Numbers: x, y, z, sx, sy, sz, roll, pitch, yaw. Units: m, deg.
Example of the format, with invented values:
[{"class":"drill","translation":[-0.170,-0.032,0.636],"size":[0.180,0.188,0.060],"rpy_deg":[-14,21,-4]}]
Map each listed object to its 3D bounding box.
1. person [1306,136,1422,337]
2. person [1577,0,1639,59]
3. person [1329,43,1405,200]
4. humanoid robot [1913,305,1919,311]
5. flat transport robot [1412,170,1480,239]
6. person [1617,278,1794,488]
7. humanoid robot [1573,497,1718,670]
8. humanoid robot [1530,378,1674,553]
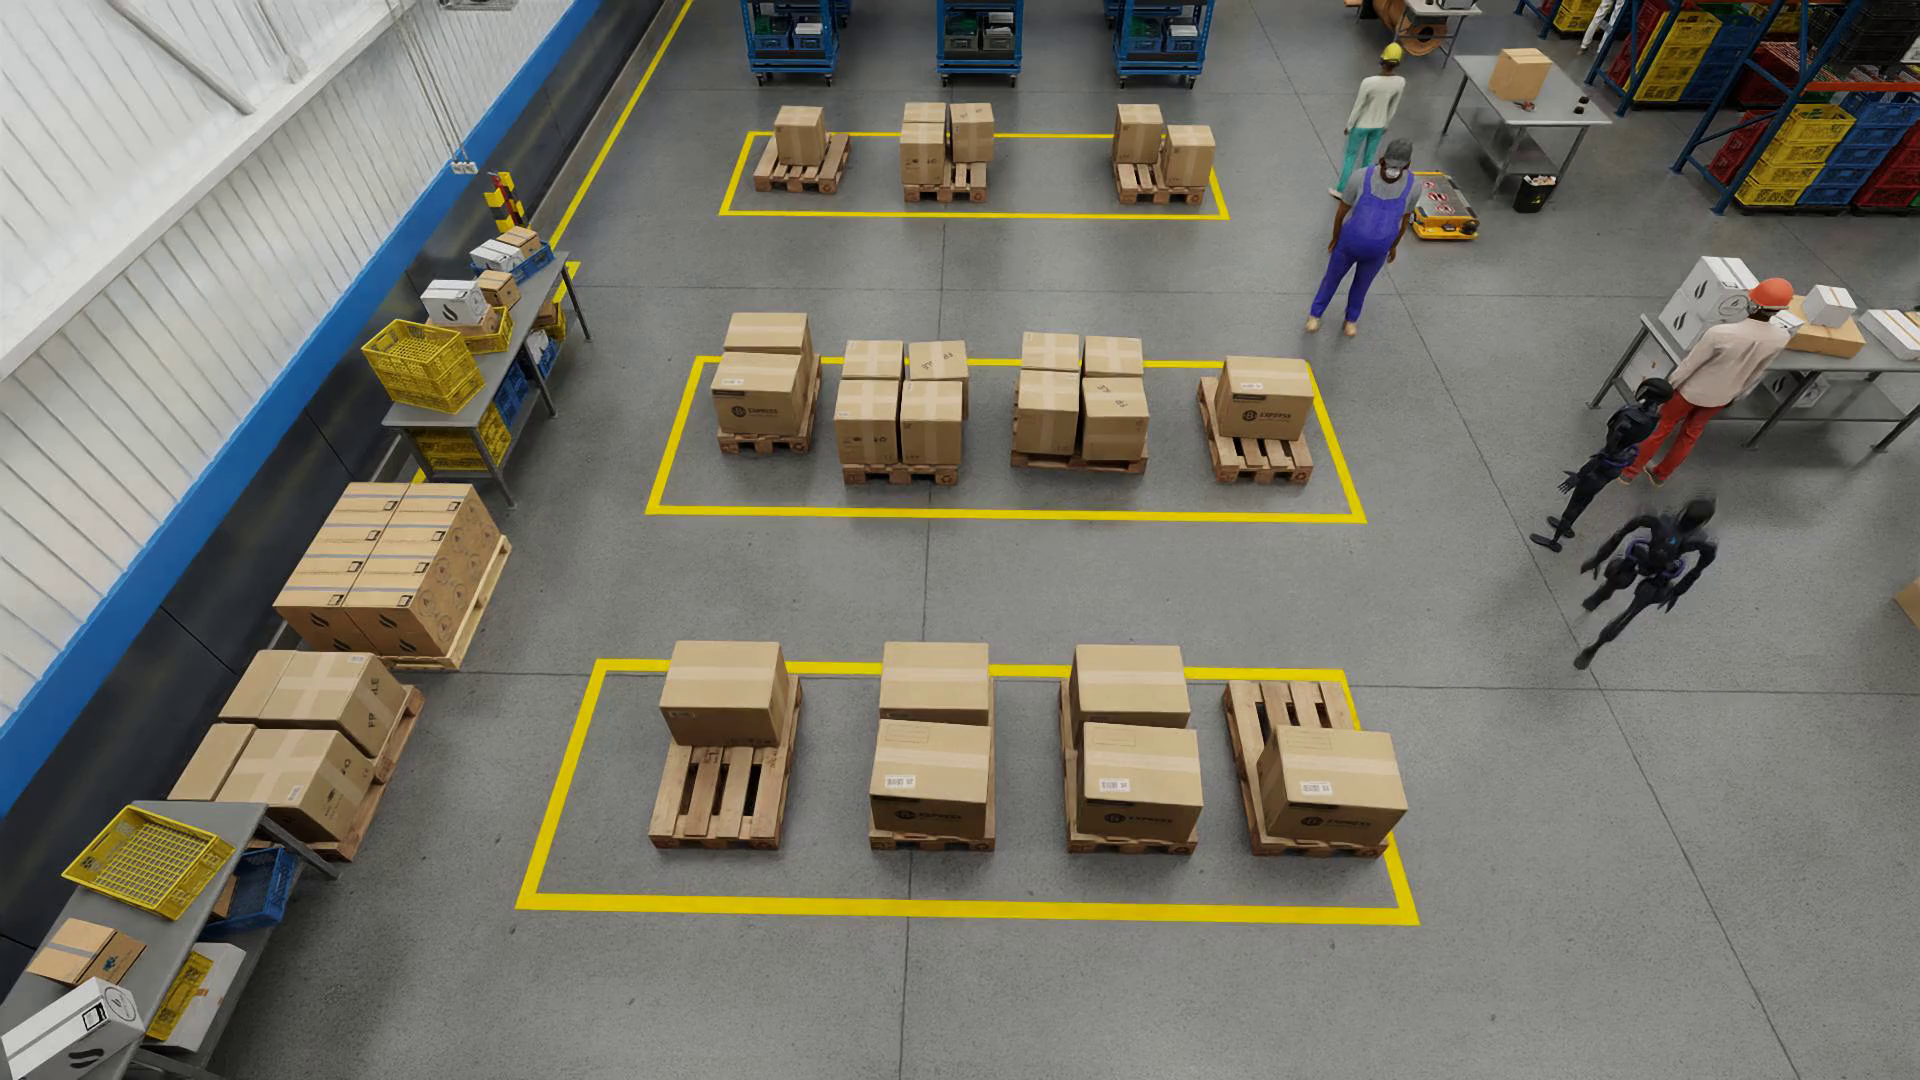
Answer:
[{"class":"person","translation":[3.919,-2.878,8.854],"size":[0.673,2.000,0.537],"rpy_deg":[11,50,10]},{"class":"person","translation":[9.770,-8.139,13.511],"size":[0.357,1.884,0.573],"rpy_deg":[-33,57,-25]},{"class":"person","translation":[4.799,-4.886,10.771],"size":[0.531,1.767,0.324],"rpy_deg":[-3,49,-3]},{"class":"humanoid robot","translation":[10.223,-2.873,9.090],"size":[0.440,1.641,0.625],"rpy_deg":[-8,50,-6]},{"class":"flat transport robot","translation":[5.692,-4.094,11.059],"size":[0.652,0.197,1.431],"rpy_deg":[1,49,1]},{"class":"person","translation":[6.050,-1.234,7.470],"size":[0.615,1.986,0.405],"rpy_deg":[4,49,3]},{"class":"humanoid robot","translation":[4.838,0.174,6.479],"size":[0.760,1.619,0.608],"rpy_deg":[-36,58,-27]},{"class":"humanoid robot","translation":[4.962,-0.586,7.100],"size":[0.583,1.657,0.329],"rpy_deg":[-31,56,-24]}]
